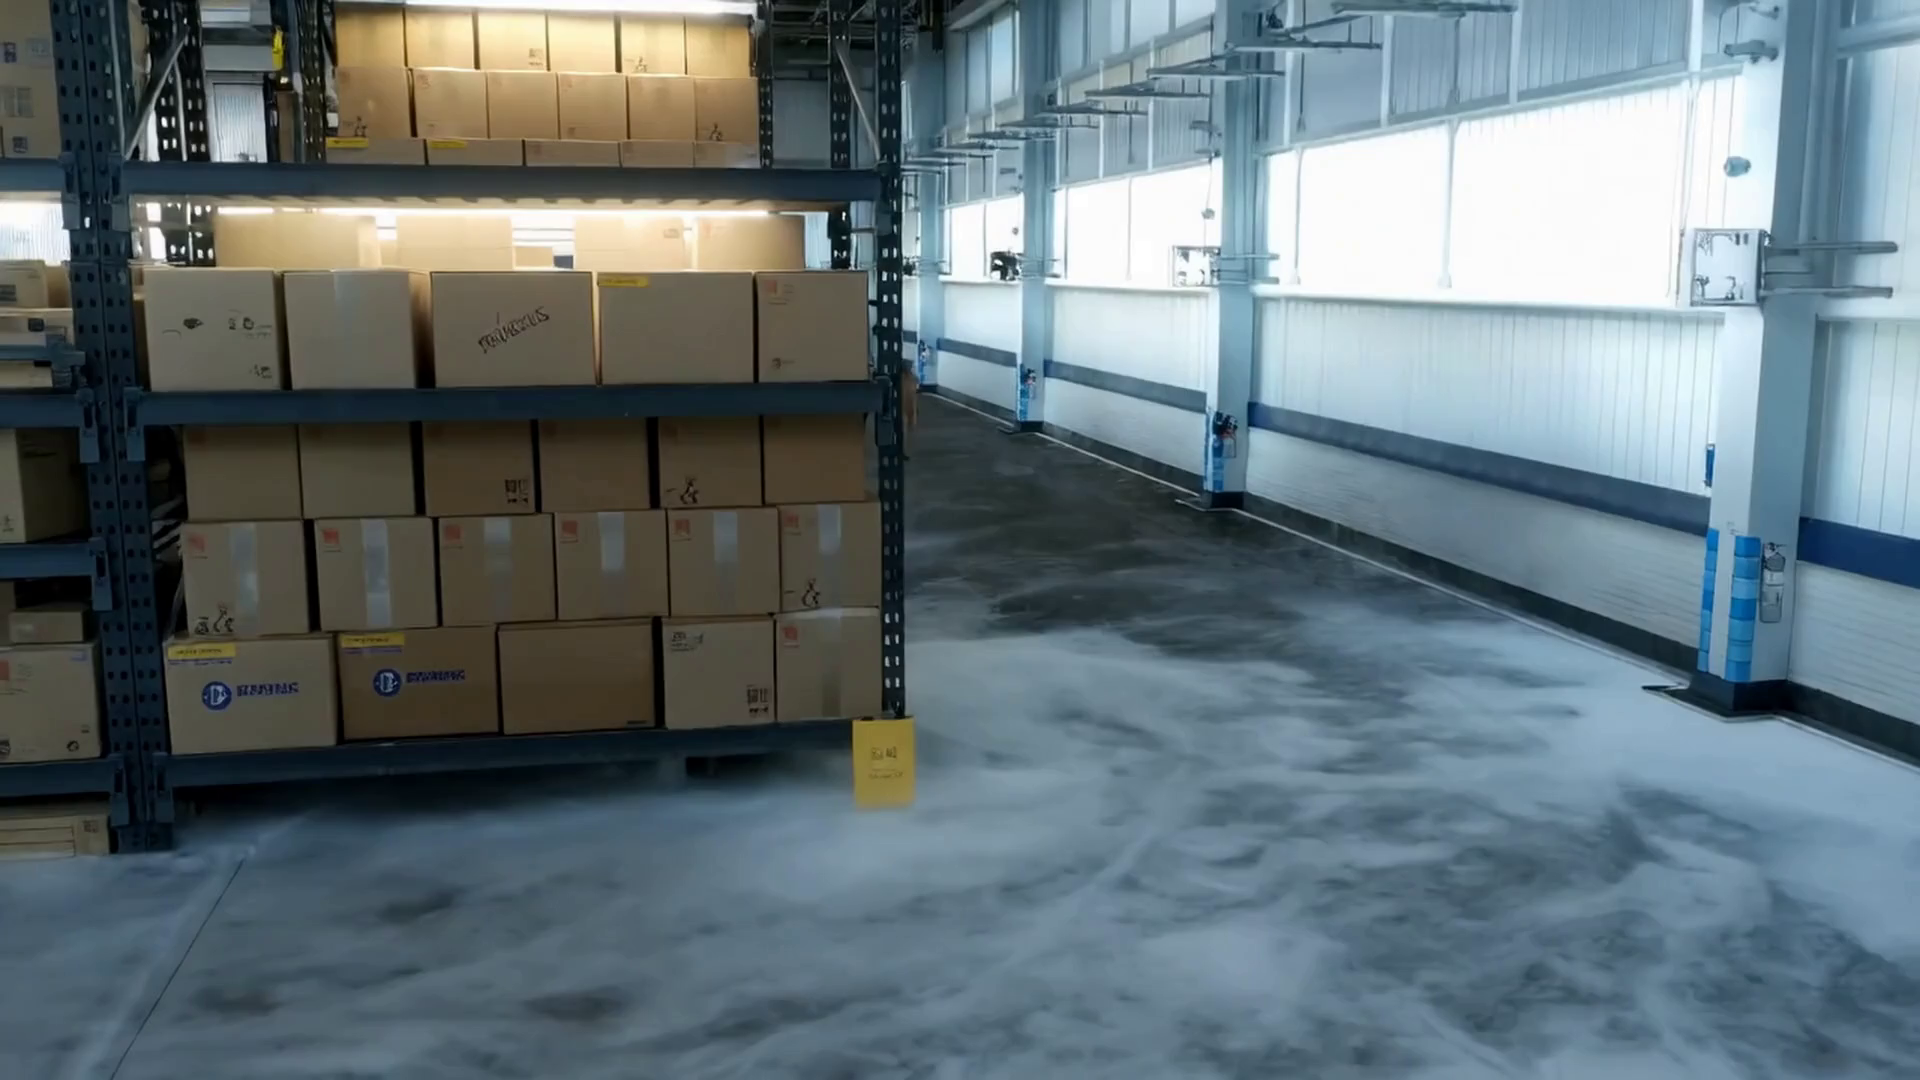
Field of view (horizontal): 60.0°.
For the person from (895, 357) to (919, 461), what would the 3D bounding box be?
[{"bbox_3d":[-0.910,-2.065,26.175,0.535,1.624,0.501,-7,12,-37],"label":"person"}]
